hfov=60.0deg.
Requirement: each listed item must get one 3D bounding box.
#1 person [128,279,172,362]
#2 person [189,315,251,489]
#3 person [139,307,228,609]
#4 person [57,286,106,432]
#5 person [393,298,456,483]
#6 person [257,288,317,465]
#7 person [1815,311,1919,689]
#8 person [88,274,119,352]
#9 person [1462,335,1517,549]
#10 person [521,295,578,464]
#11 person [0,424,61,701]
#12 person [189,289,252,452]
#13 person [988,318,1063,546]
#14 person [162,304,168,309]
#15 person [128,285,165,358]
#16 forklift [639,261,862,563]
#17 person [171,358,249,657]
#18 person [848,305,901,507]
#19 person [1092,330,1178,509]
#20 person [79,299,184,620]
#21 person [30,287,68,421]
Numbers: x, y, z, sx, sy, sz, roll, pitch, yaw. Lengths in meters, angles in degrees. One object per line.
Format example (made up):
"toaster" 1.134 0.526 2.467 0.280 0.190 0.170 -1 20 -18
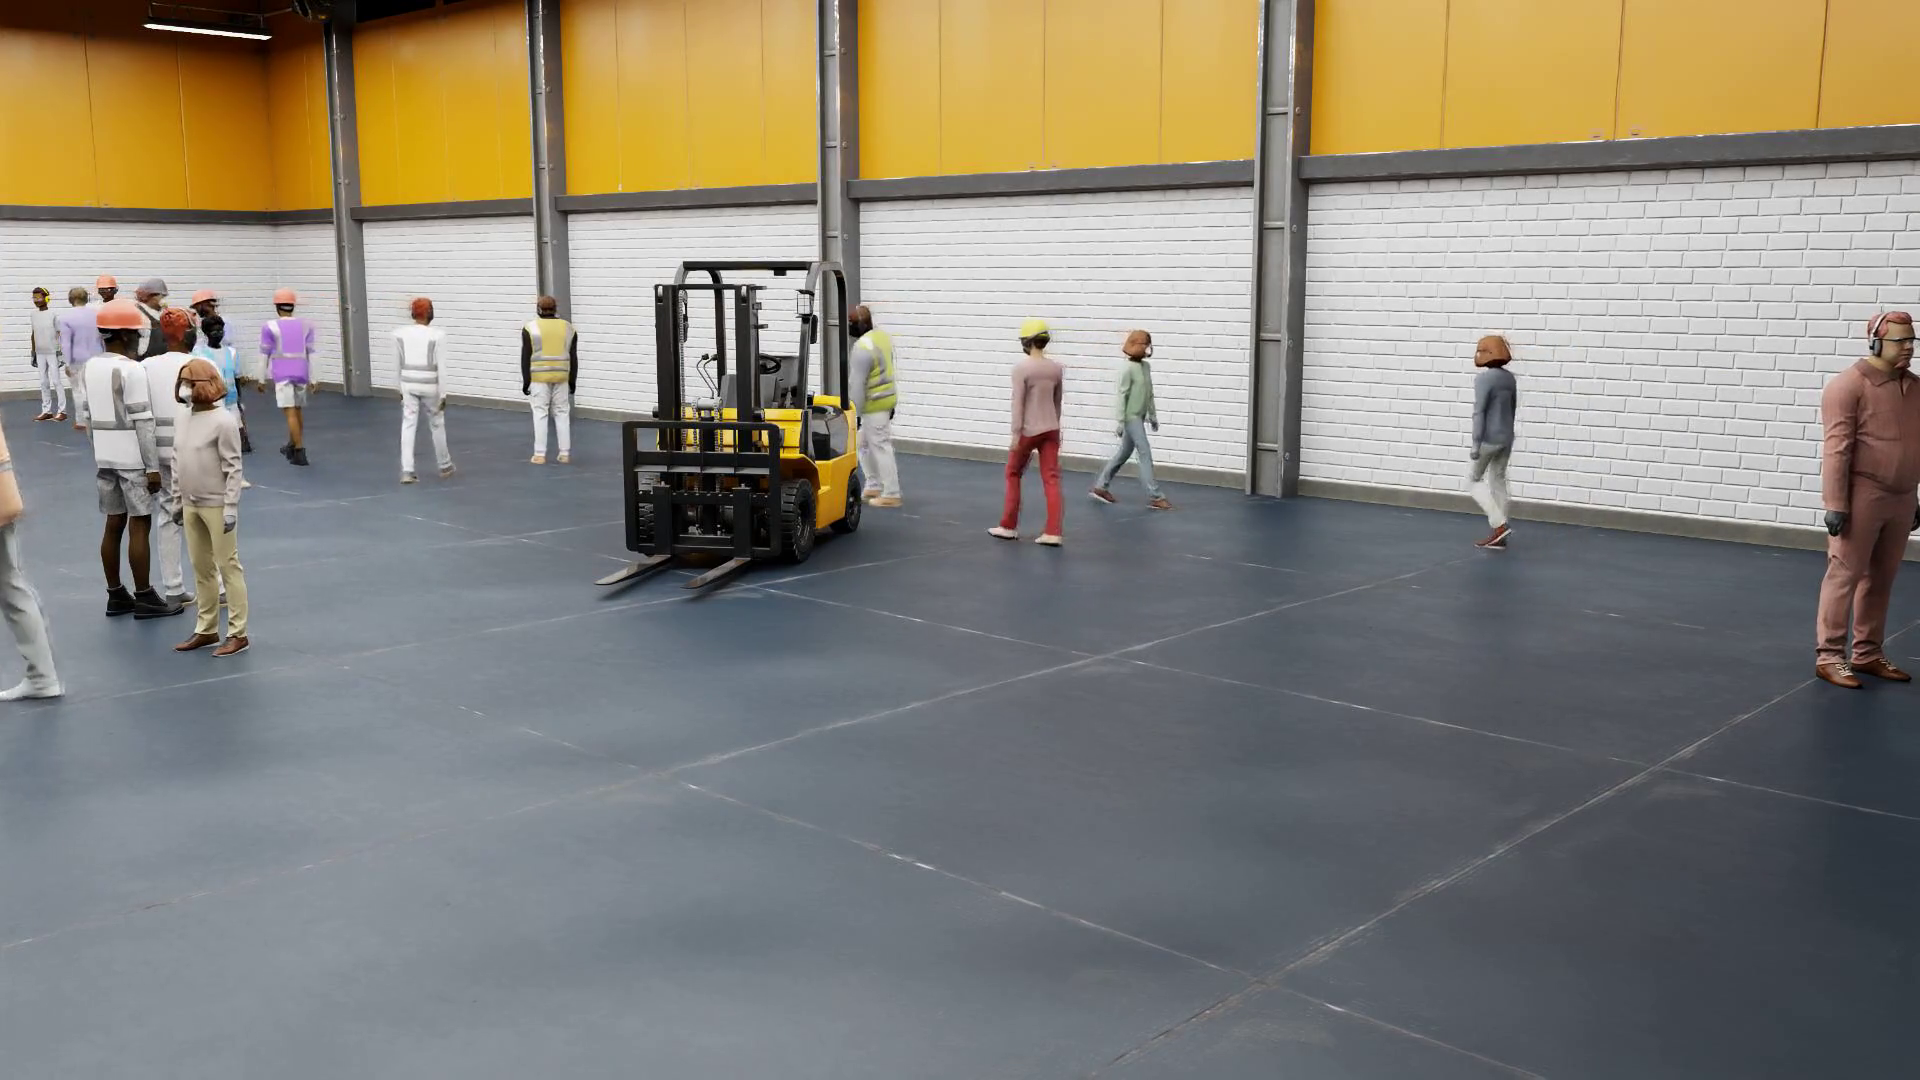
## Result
"person" -9.581 -2.156 20.029 0.954 2.000 0.701 2 10 13
"person" -7.170 -1.325 16.037 0.607 1.683 0.540 5 11 30
"person" -4.806 -0.493 10.327 0.576 1.879 0.354 1 9 9
"person" -11.251 -2.324 21.455 0.849 1.911 0.640 7 12 37
"person" -5.390 -1.501 16.665 0.589 1.835 0.982 1 9 3
"person" -7.363 -1.781 18.156 0.940 1.892 0.560 9 13 44
"person" 4.674 -0.203 8.469 0.654 1.906 0.407 -4 10 -24
"person" -11.606 -2.602 22.755 0.605 2.045 0.381 -1 9 -7
"person" 4.010 -0.729 12.529 0.543 1.622 0.348 -8 12 -41
"person" -4.479 -1.739 18.128 0.629 1.832 0.429 -6 11 -33
"person" -4.785 -0.114 8.009 0.717 1.880 0.611 -2 10 -13
"person" -8.448 -1.921 19.035 0.581 1.890 0.559 -8 12 -39
"person" 0.523 -0.836 12.834 0.559 1.732 0.772 -7 12 -36
"person" -11.593 -2.688 24.236 0.519 1.734 0.340 -9 13 -44
"person" -10.849 -2.451 22.250 0.651 1.906 0.403 -5 11 -28
"forklift" -1.552 -1.040 12.721 1.214 2.155 2.313 2 9 11
"person" -4.143 -0.179 9.146 0.498 1.636 0.286 5 10 27
"person" -0.802 -1.168 14.732 0.587 1.802 0.641 1 9 9
"person" 1.559 -1.081 14.863 0.878 1.592 0.512 5 10 28
"person" -5.045 -0.483 10.091 0.545 1.938 0.362 5 10 27
"person" -12.721 -2.580 23.170 0.536 1.865 0.312 2 9 12
